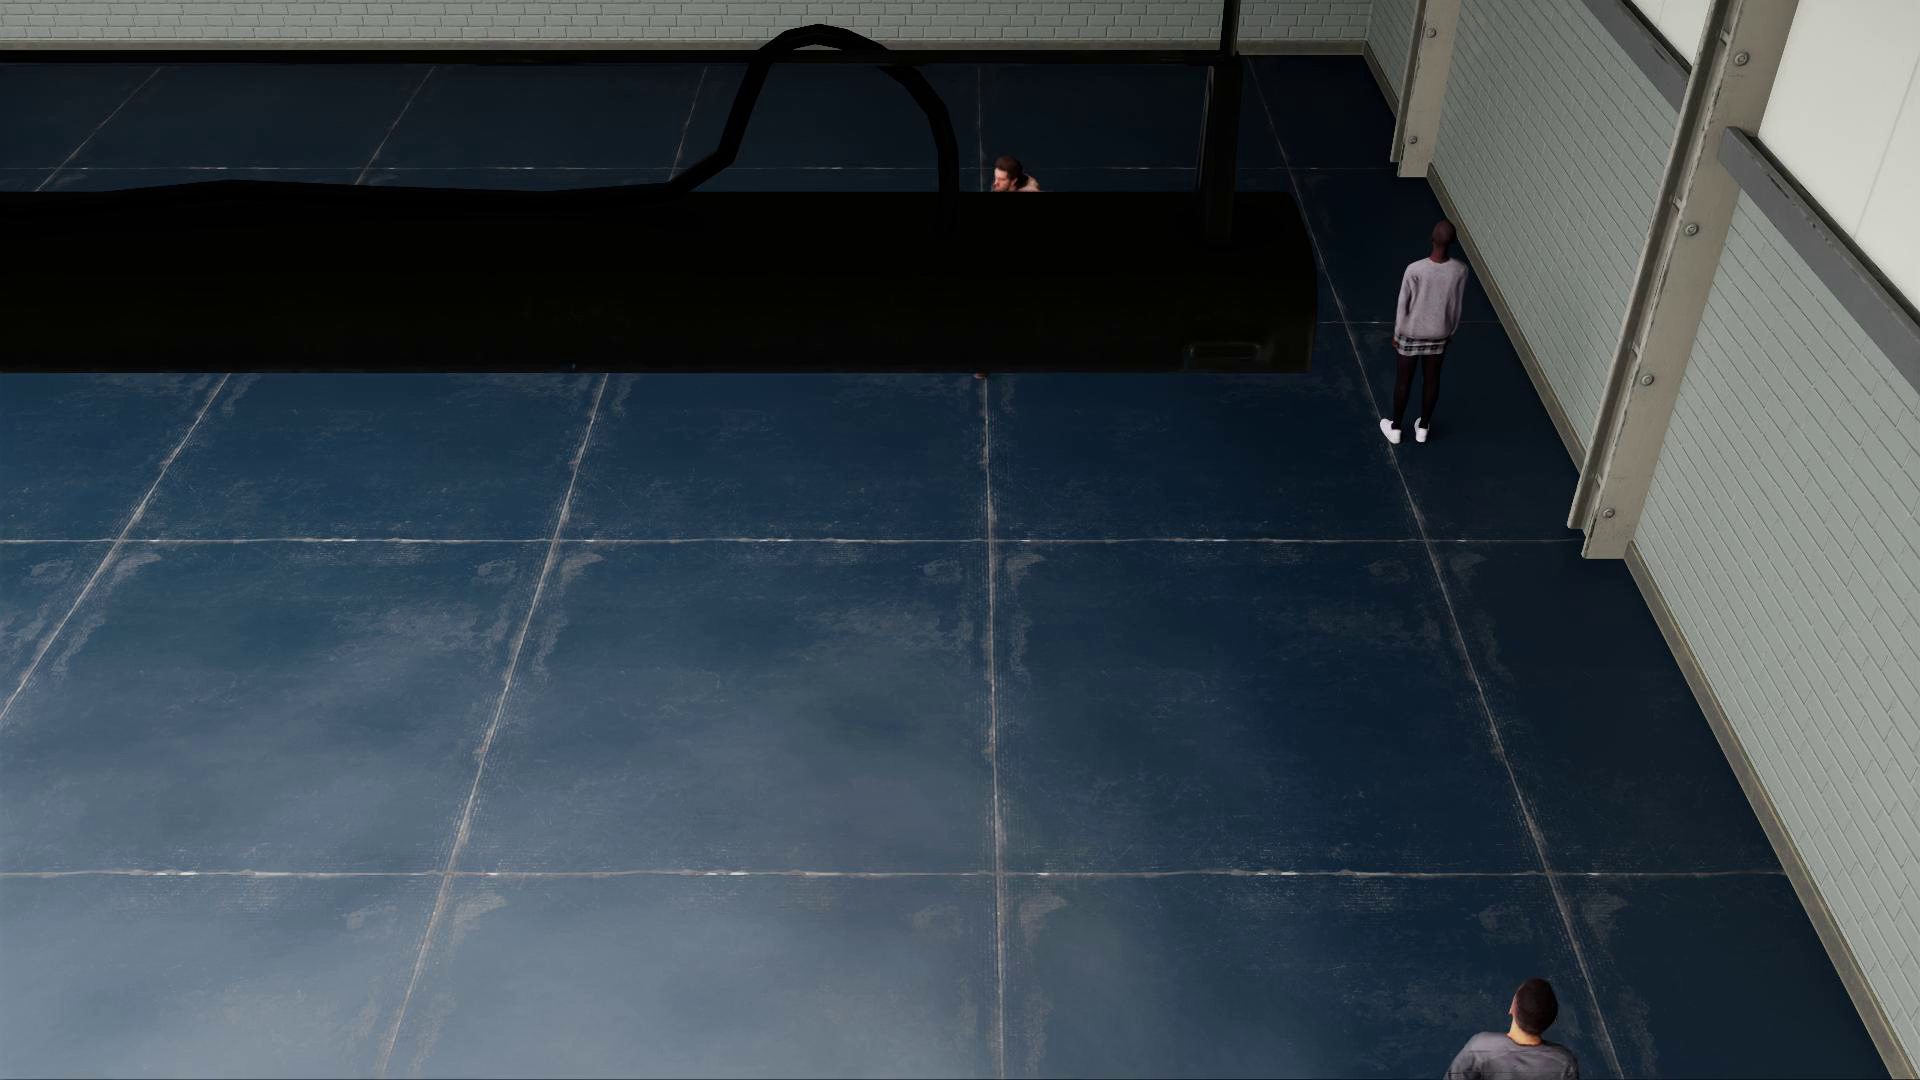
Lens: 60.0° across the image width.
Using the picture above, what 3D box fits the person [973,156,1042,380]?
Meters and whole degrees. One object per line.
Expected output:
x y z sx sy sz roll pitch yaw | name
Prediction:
0.479 -2.108 12.721 1.200 1.811 1.178 -22 42 -26 | person

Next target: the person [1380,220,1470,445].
3.339 -1.485 11.934 0.608 1.772 0.529 -1 37 -1 | person

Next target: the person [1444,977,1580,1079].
2.168 2.483 6.761 0.726 1.716 1.155 5 38 6 | person
